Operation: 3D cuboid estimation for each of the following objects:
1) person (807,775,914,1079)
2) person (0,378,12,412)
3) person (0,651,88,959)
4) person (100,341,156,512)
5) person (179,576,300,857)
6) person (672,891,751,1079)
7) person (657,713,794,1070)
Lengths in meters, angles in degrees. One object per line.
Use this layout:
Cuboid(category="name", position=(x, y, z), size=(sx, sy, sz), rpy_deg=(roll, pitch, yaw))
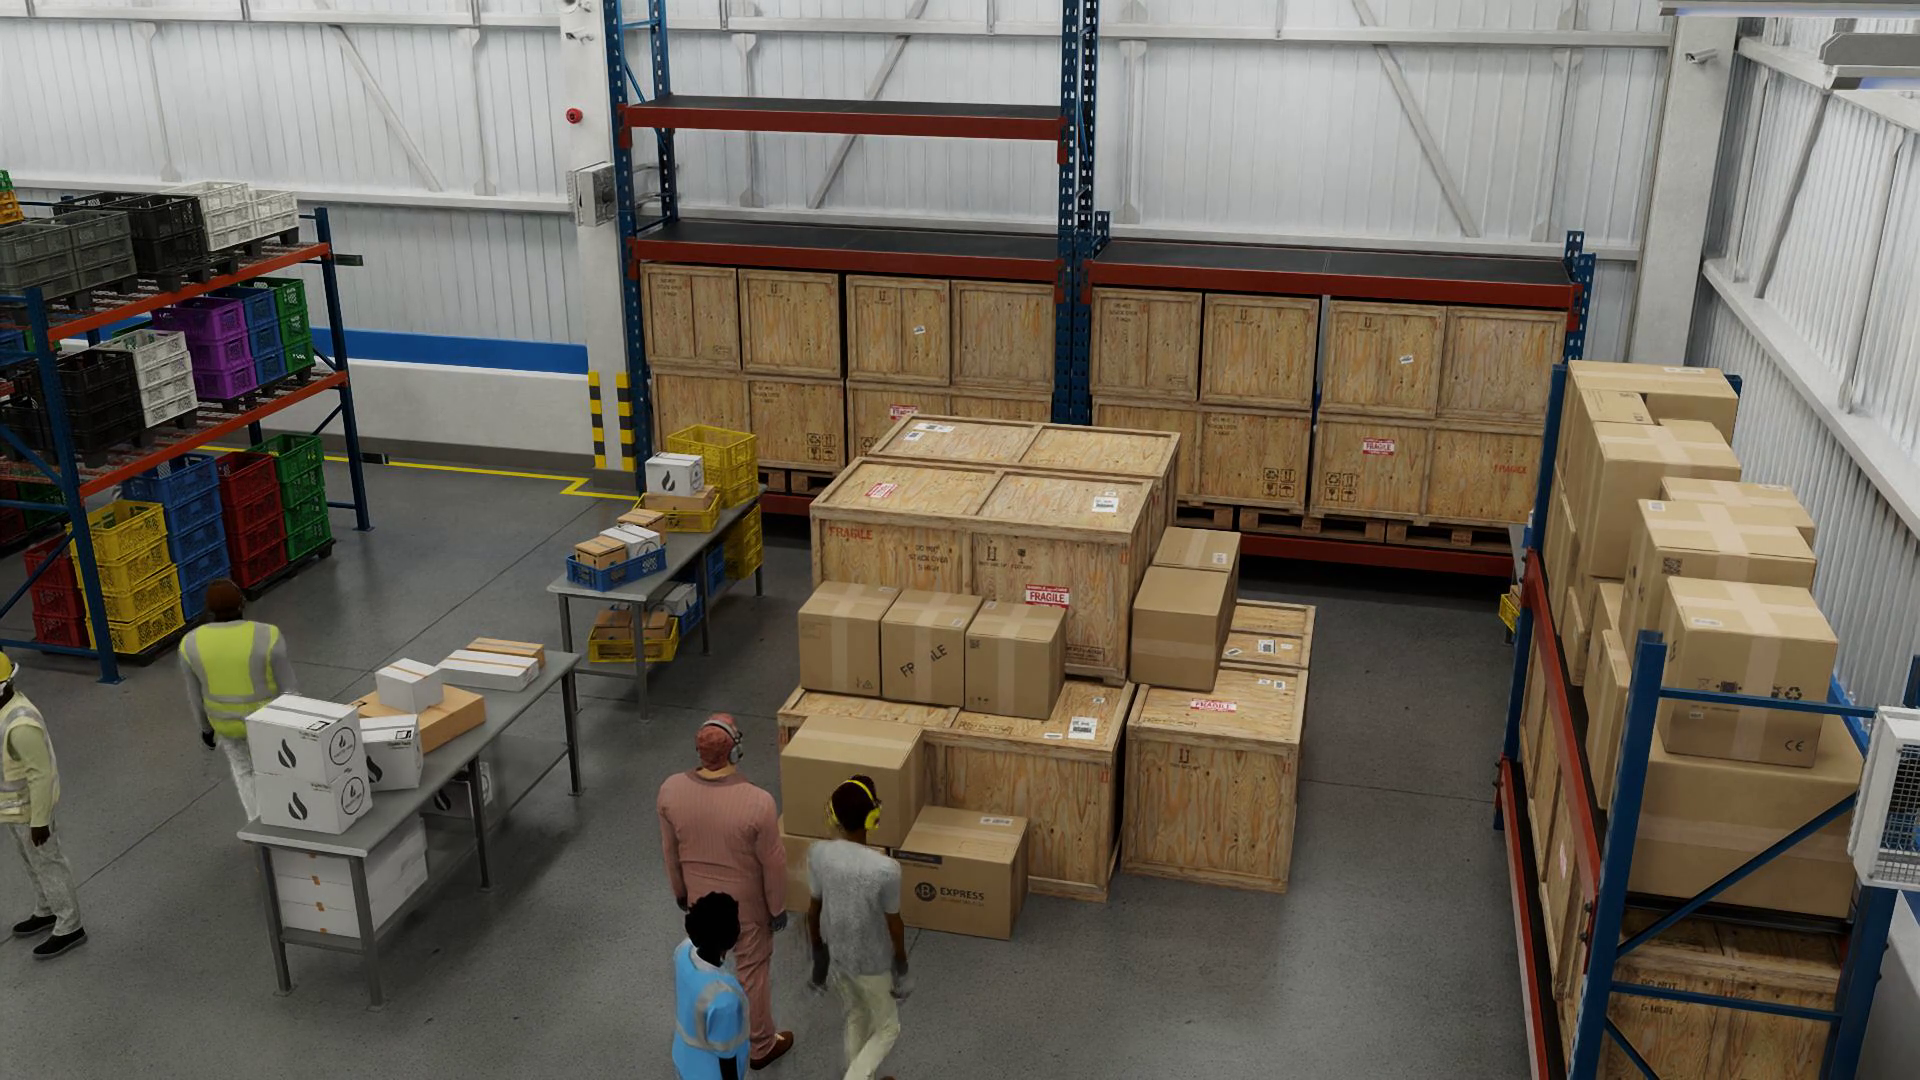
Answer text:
Cuboid(category="person", position=(-0.492, 1.969, 7.670), size=(0.524, 1.843, 0.653), rpy_deg=(13, 24, 30))
Cuboid(category="person", position=(-10.584, -2.144, 18.395), size=(0.340, 1.876, 0.576), rpy_deg=(-11, 24, -27))
Cuboid(category="person", position=(-5.147, 1.425, 9.106), size=(0.403, 1.830, 0.601), rpy_deg=(-19, 28, -41))
Cuboid(category="person", position=(-7.457, -0.829, 14.858), size=(0.629, 1.940, 0.378), rpy_deg=(6, 22, 15))
Cuboid(category="person", position=(-4.289, 1.092, 9.990), size=(0.645, 1.822, 0.614), rpy_deg=(-1, 21, -2))
Cuboid(category="person", position=(-1.050, 2.258, 7.129), size=(0.320, 1.690, 0.537), rpy_deg=(-11, 24, -27))
Cuboid(category="person", position=(-1.131, 1.730, 8.203), size=(0.641, 1.913, 0.407), rpy_deg=(7, 22, 17))
